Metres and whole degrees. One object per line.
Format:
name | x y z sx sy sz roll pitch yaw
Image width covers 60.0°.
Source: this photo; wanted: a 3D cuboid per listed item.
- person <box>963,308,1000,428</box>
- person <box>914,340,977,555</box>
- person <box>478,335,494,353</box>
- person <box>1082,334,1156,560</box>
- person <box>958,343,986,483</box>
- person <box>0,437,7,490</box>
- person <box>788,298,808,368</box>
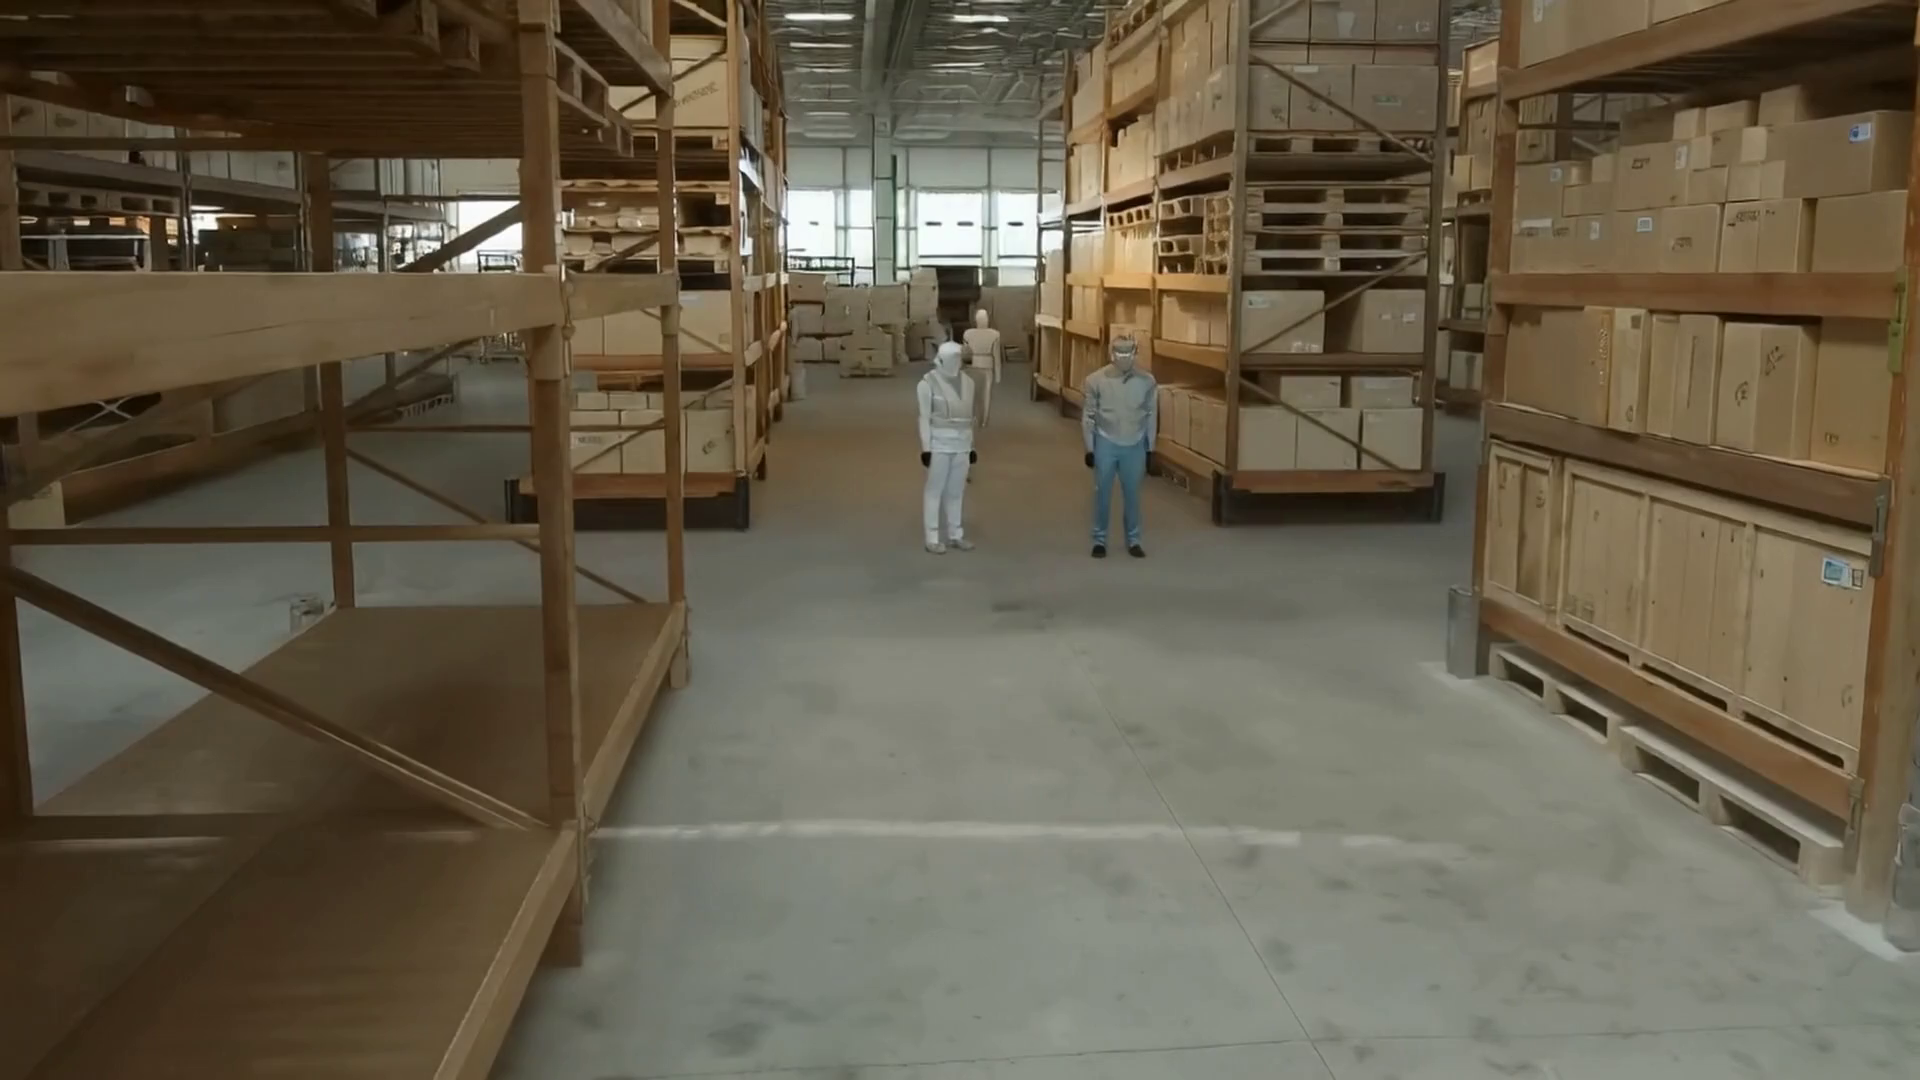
person | 0.340 -2.674 25.990 0.595 1.902 0.619 0 9 -3
person | -0.093 -0.800 14.406 0.621 1.845 0.429 -8 12 -42
person | -14.786 -6.757 51.738 0.372 1.874 0.683 -8 12 -43
person | 1.358 -0.781 14.080 0.643 1.909 0.410 -1 9 -8
person | 0.045 -1.465 19.280 0.526 1.619 0.350 -1 9 -9
person | -7.694 -0.456 12.957 0.463 1.614 0.498 0 9 3
person | -4.066 -5.012 40.830 0.447 1.852 0.516 3 10 18
